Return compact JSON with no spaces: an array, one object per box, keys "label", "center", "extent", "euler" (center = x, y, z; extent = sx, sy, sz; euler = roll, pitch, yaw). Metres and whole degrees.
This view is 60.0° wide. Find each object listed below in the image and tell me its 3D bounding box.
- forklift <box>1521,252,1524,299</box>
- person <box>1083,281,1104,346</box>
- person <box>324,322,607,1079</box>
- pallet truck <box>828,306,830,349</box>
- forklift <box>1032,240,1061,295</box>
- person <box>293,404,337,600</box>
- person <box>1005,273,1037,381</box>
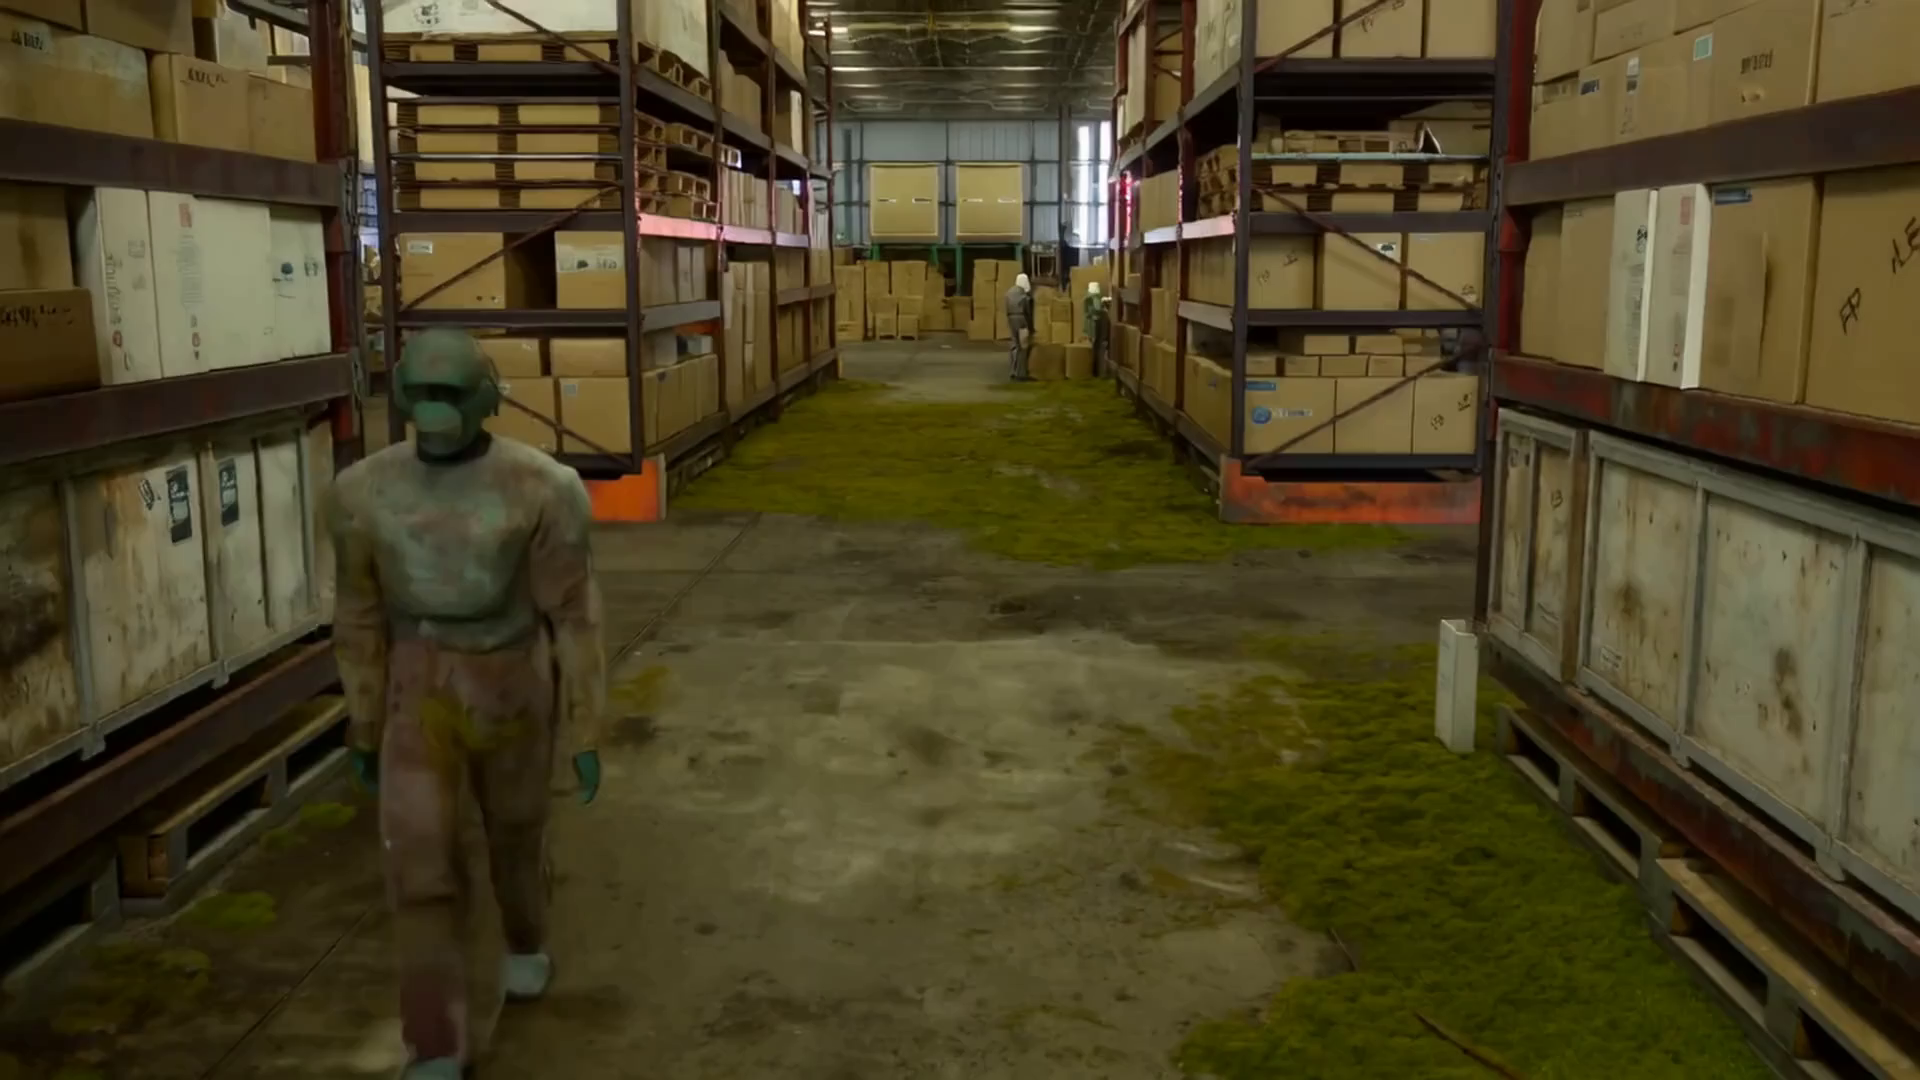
[{"label":"forklift","center":[7.835,-3.351,23.634],"extent":[1.873,2.768,1.129],"euler":[6,11,30]},{"label":"person","center":[2.746,-4.493,34.178],"extent":[0.515,1.641,0.315],"euler":[-6,11,-32]},{"label":"person","center":[-1.158,0.437,3.936],"extent":[0.647,1.885,1.009],"euler":[-1,10,-5]},{"label":"pallet truck","center":[-3.100,-3.940,29.800],"extent":[1.885,1.965,0.823],"euler":[3,10,19]},{"label":"forklift","center":[3.172,-9.648,61.356],"extent":[1.129,2.768,1.873],"euler":[0,9,1]},{"label":"person","center":[-4.139,-0.533,9.794],"extent":[0.948,1.873,0.634],"euler":[0,9,-1]},{"label":"person","center":[1.056,-3.646,28.511],"extent":[0.429,1.844,0.627],"euler":[-7,12,-37]}]
